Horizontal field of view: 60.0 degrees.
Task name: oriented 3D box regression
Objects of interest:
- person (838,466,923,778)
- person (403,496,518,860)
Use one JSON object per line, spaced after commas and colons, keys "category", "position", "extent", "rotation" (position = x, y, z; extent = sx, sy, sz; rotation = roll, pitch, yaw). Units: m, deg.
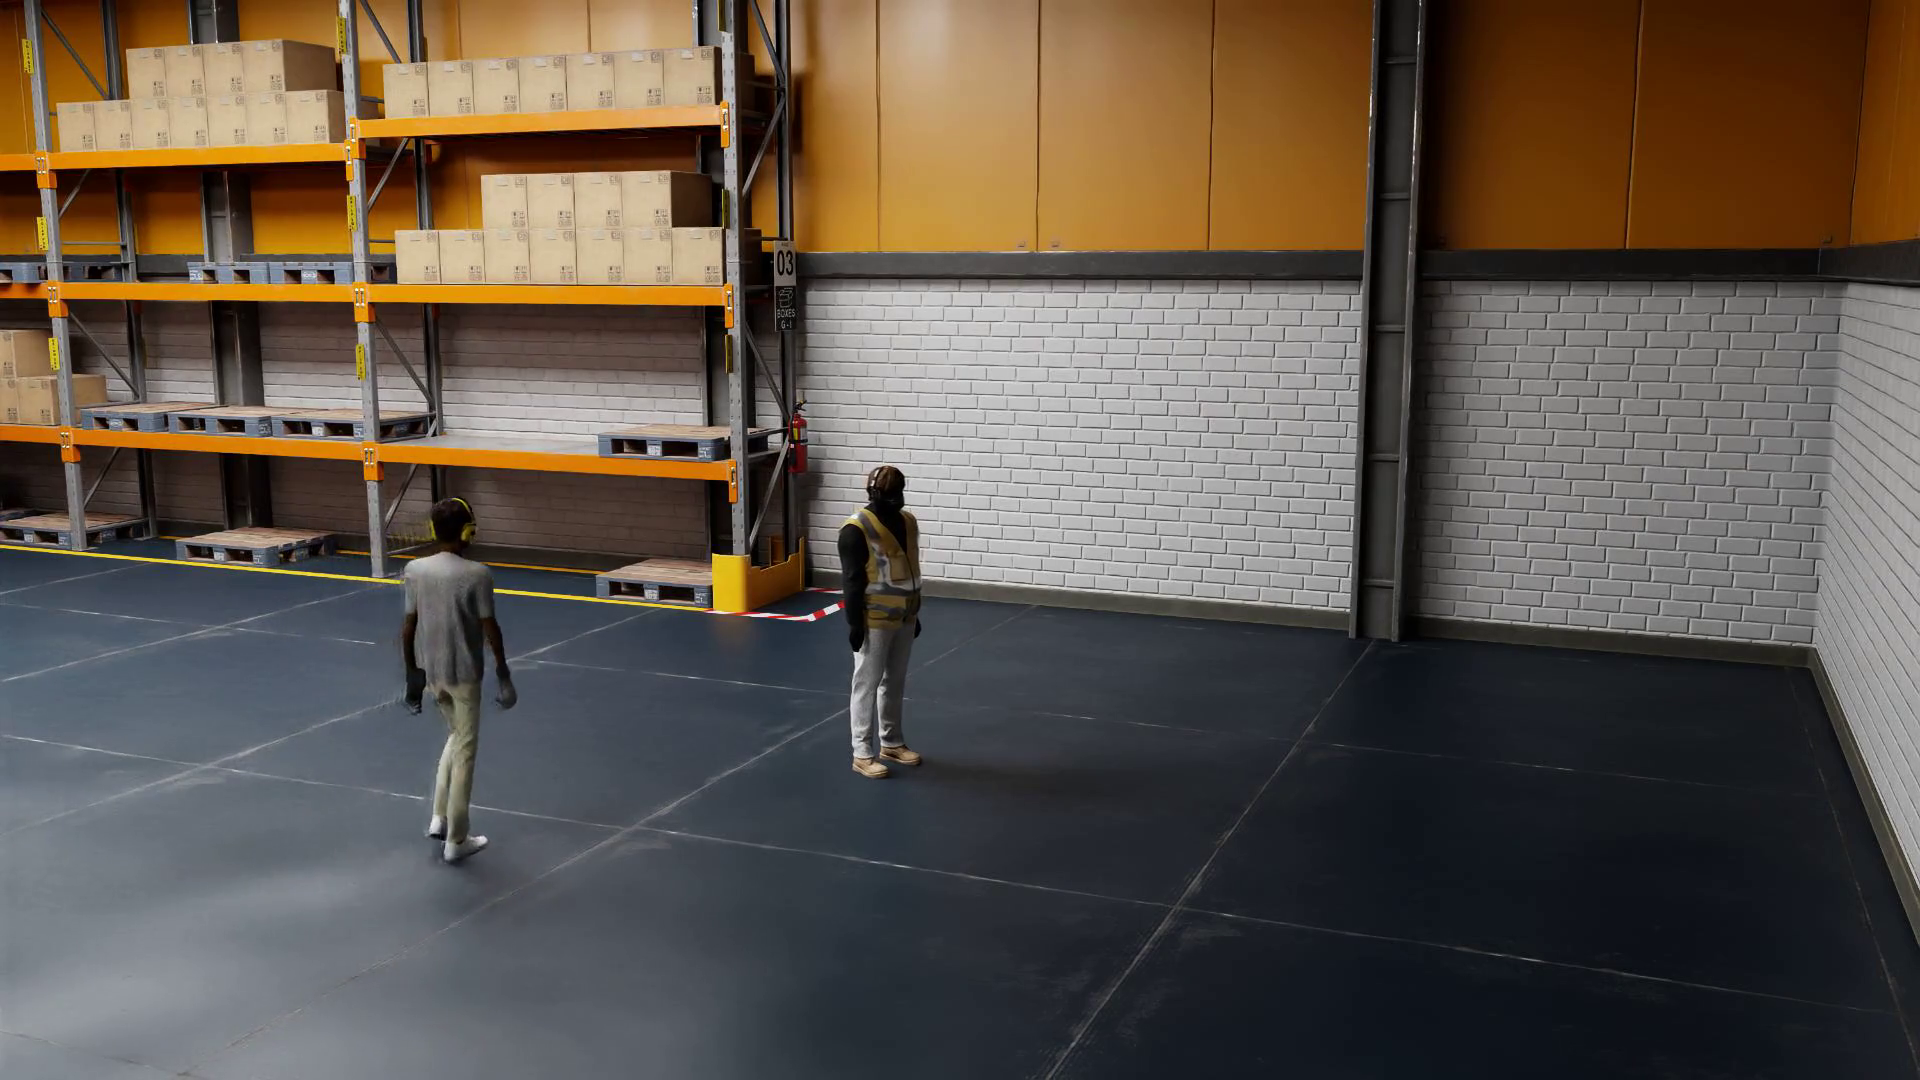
{"category": "person", "position": [-0.439, 0.472, 9.886], "extent": [0.429, 1.841, 0.633], "rotation": [7, 12, 36]}
{"category": "person", "position": [-2.542, 0.705, 8.458], "extent": [0.509, 1.847, 0.440], "rotation": [4, 10, 23]}
